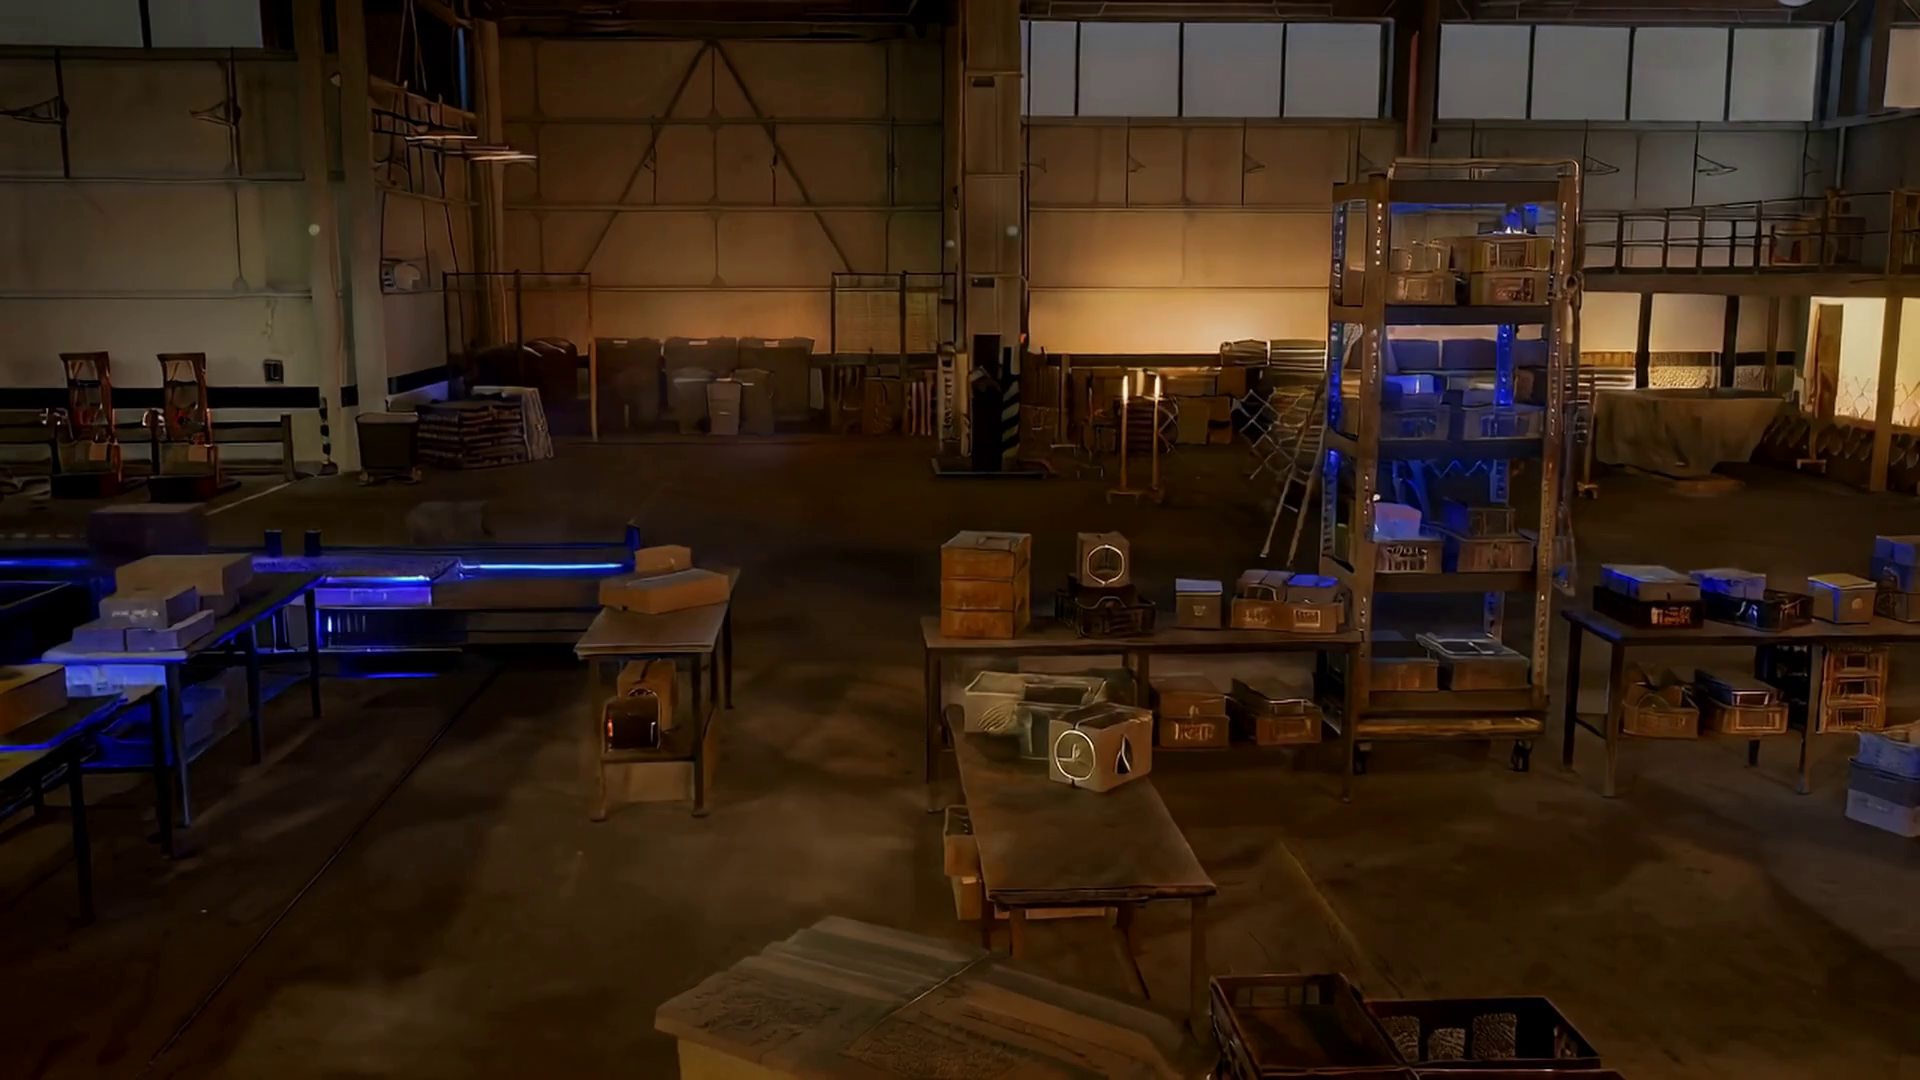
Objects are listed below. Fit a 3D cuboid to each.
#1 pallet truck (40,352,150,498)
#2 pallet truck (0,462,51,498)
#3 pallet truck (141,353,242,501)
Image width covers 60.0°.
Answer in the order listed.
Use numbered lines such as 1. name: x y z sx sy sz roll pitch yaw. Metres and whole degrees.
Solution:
1. pallet truck: -11.907 -1.642 23.165 0.823 1.965 1.885 0 9 0
2. pallet truck: -13.193 -1.293 23.148 0.653 1.274 1.630 -1 9 -4
3. pallet truck: -10.520 -1.604 22.925 0.823 1.965 1.885 -1 9 -6
